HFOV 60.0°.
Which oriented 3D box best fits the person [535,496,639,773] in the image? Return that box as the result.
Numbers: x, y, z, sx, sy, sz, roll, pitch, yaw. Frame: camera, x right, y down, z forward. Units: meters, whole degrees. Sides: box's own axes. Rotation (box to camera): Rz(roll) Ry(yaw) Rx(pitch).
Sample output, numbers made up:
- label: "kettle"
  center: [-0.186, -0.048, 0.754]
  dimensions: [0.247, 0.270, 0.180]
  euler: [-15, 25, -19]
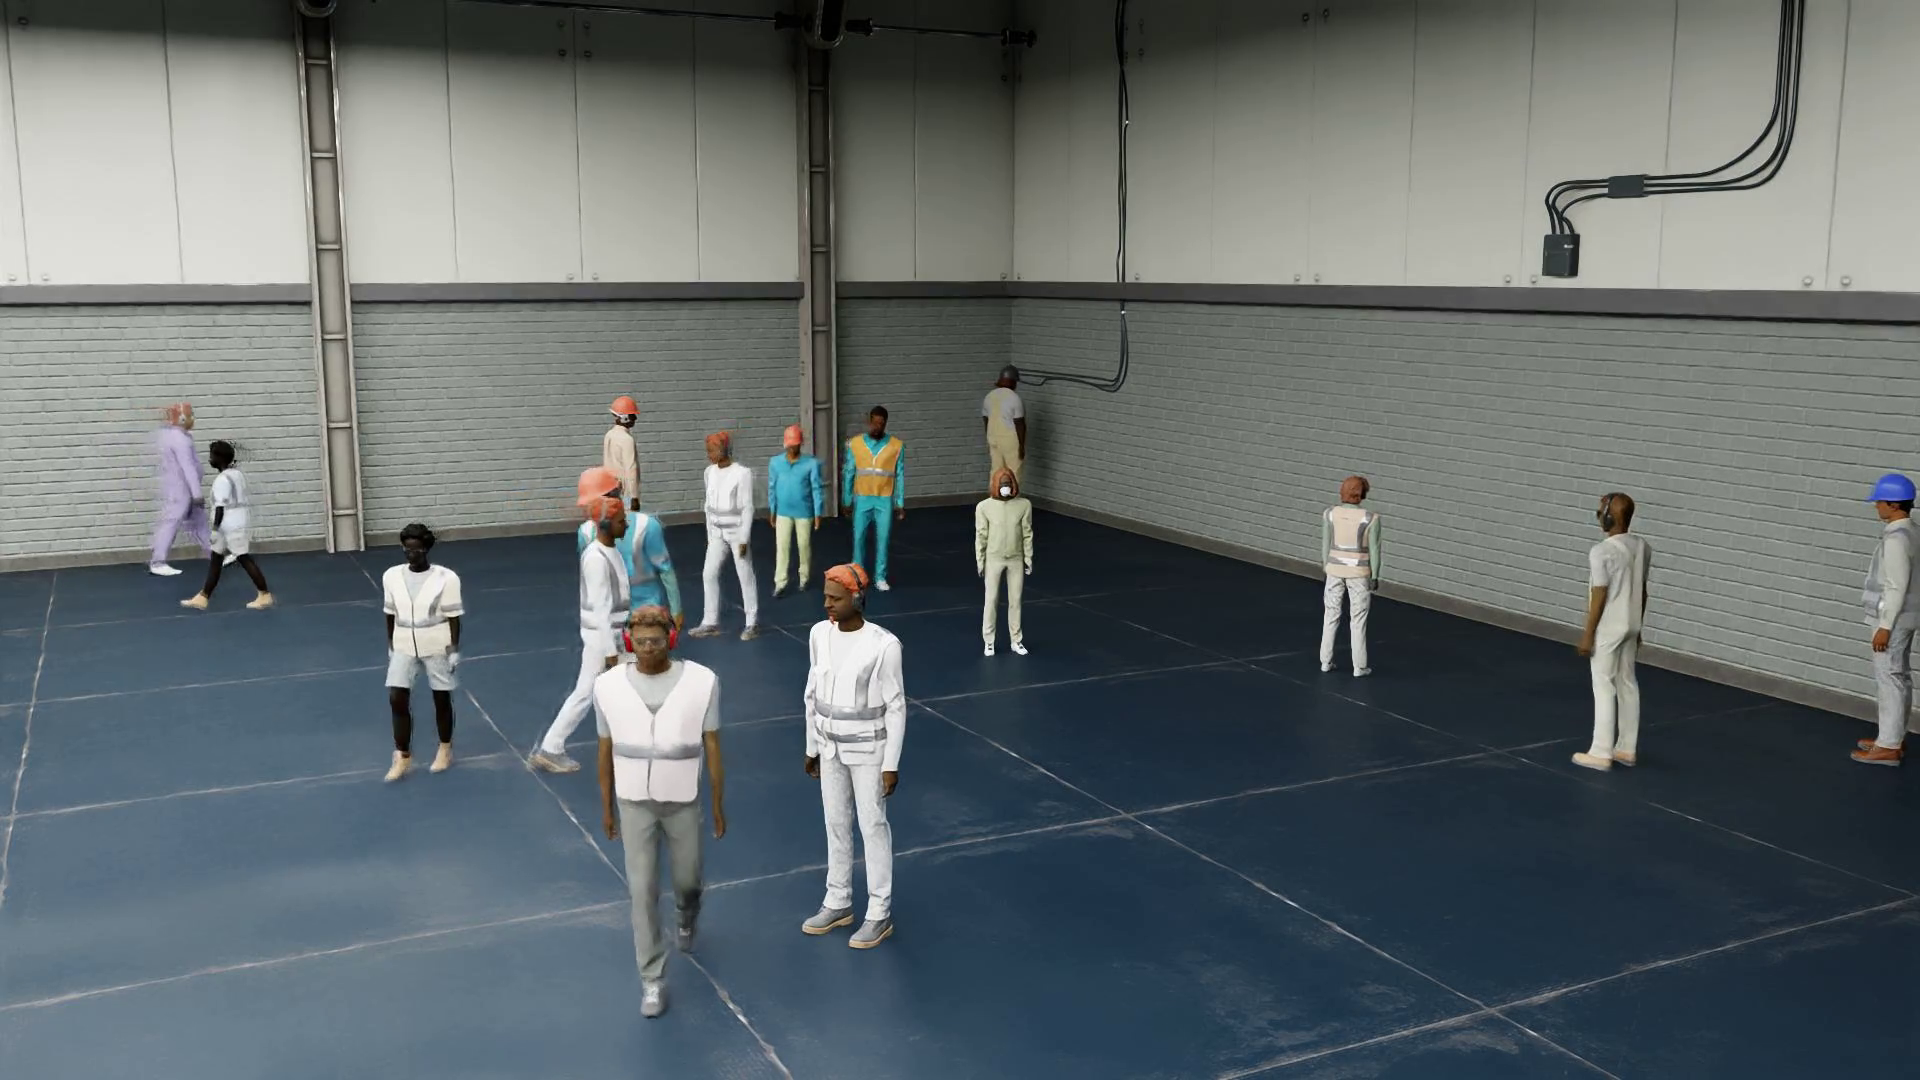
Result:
- label: "person"
  center: [-2.323, 0.627, 10.804]
  dimensions: [0.991, 1.841, 0.592]
  euler: [0, 9, 2]

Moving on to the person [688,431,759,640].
- label: "person"
  center: [-2.093, -0.029, 14.811]
  dimensions: [0.635, 1.864, 0.620]
  euler: [6, 11, 35]

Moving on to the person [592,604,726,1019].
- label: "person"
  center: [-1.352, 1.160, 7.540]
  dimensions: [0.583, 1.825, 0.749]
  euler: [-1, 9, -6]

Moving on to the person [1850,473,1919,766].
- label: "person"
  center: [6.199, 0.526, 11.083]
  dimensions: [0.408, 1.942, 0.616]
  euler: [7, 12, 37]

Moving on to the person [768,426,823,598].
- label: "person"
  center: [-1.678, -0.292, 16.808]
  dimensions: [0.588, 1.716, 0.743]
  euler: [1, 9, 8]

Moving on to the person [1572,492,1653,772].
- label: "person"
  center: [4.301, 0.600, 10.936]
  dimensions: [0.514, 1.842, 0.328]
  euler: [-5, 10, -28]

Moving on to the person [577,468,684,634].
- label: "person"
  center: [-2.235, 0.494, 11.156]
  dimensions: [0.653, 1.985, 0.629]
  euler: [3, 10, 20]

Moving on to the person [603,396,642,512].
- label: "person"
  center: [-3.451, -0.484, 17.148]
  dimensions: [0.394, 1.992, 0.622]
  euler: [-6, 11, -34]

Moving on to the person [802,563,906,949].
- label: "person"
  center: [-0.527, 1.039, 8.106]
  dimensions: [0.584, 1.882, 0.337]
  euler: [7, 12, 37]

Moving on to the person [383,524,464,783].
- label: "person"
  center: [-3.471, 0.727, 10.661]
  dimensions: [0.547, 1.666, 0.695]
  euler: [1, 9, 4]

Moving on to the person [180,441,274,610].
- label: "person"
  center: [-7.082, -0.129, 16.025]
  dimensions: [0.861, 1.647, 0.544]
  euler: [-3, 10, -15]

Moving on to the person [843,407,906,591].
- label: "person"
  center: [-0.905, -0.410, 17.109]
  dimensions: [0.701, 1.875, 0.448]
  euler: [0, 9, 2]

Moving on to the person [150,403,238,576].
- label: "person"
  center: [-8.321, -0.549, 17.986]
  dimensions: [1.007, 1.850, 0.665]
  euler: [-6, 11, -32]

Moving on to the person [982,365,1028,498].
- label: "person"
  center: [0.654, -1.323, 22.179]
  dimensions: [0.536, 2.000, 0.688]
  euler: [-9, 13, -44]

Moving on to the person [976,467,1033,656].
- label: "person"
  center: [0.377, 0.185, 14.169]
  dimensions: [0.498, 1.627, 0.280]
  euler: [-2, 9, -13]

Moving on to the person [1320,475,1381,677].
- label: "person"
  center: [3.159, 0.292, 13.503]
  dimensions: [0.511, 1.630, 0.315]
  euler: [7, 11, 36]
